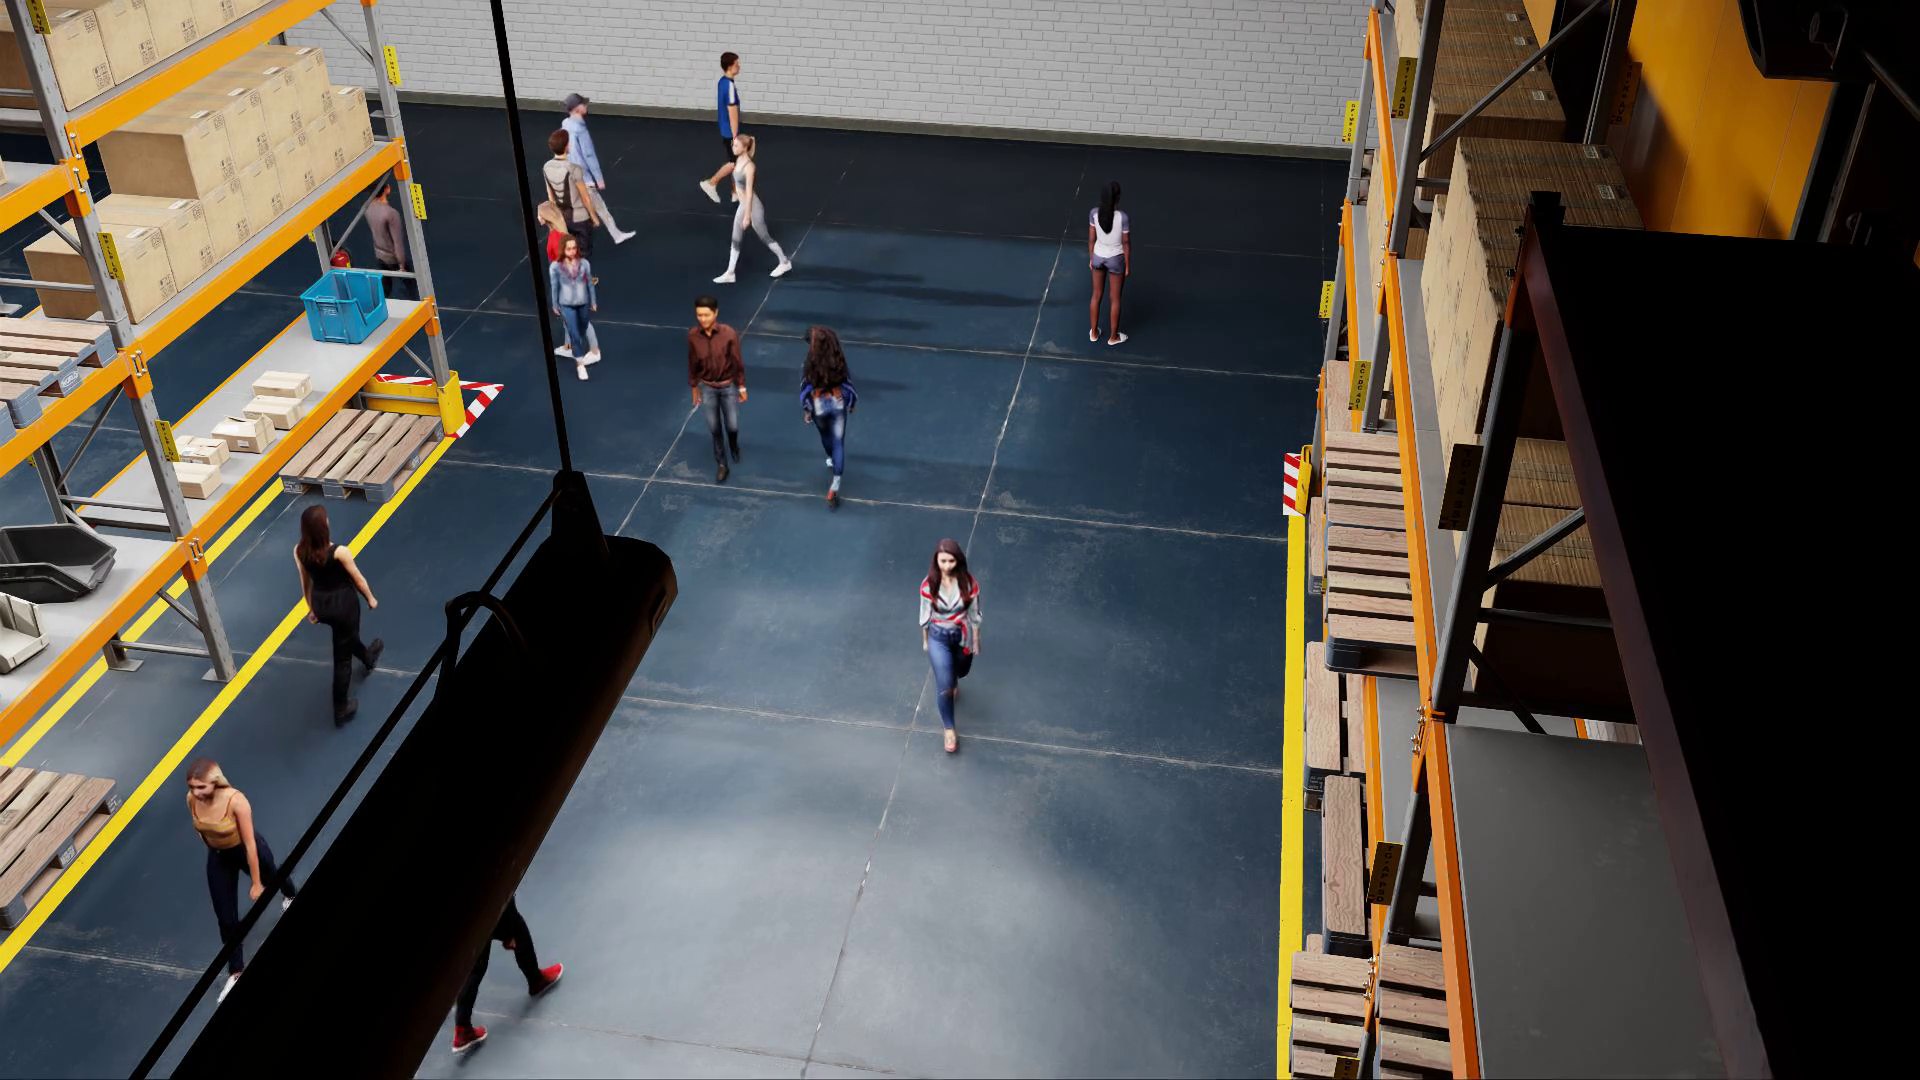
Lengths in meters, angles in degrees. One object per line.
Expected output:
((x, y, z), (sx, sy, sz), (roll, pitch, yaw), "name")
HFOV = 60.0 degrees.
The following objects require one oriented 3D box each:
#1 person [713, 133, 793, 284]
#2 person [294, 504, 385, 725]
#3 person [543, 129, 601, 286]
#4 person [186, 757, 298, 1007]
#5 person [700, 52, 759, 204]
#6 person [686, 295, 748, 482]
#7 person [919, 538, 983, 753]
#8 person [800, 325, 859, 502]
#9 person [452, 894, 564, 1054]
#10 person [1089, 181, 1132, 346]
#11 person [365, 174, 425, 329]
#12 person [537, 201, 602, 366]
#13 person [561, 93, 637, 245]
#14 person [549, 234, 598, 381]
((-2.191, -3.584, 18.072), (1.111, 1.660, 1.117), (-18, 37, -24), "person")
((-4.471, 0.559, 11.849), (0.614, 1.648, 1.093), (7, 34, 11), "person")
((-4.118, -3.365, 17.559), (0.847, 1.863, 1.162), (13, 36, 19), "person")
((-4.260, 1.867, 9.948), (0.605, 1.574, 1.148), (5, 34, 7), "person")
((-2.820, -4.894, 19.871), (0.978, 1.848, 1.009), (-11, 35, -15), "person")
((-2.121, -1.373, 14.651), (0.718, 1.763, 0.763), (1, 34, 1), "person")
((-0.059, 0.656, 11.760), (0.762, 1.585, 1.078), (-3, 34, -4), "person")
((-1.136, -1.079, 14.366), (0.836, 1.590, 1.118), (-1, 34, -2), "person")
((-2.724, 2.195, 9.395), (0.841, 1.641, 1.150), (17, 37, 24), "person")
((1.501, -2.813, 16.848), (0.674, 1.730, 0.664), (16, 37, 23), "person")
((-5.854, -2.833, 16.871), (1.219, 1.737, 0.940), (7, 34, 10), "person")
((-3.829, -2.540, 16.480), (0.838, 1.684, 0.798), (-11, 35, -16), "person")
((-4.276, -4.016, 18.562), (1.208, 1.836, 1.187), (-19, 38, -26), "person")
((-3.822, -2.359, 16.421), (0.892, 1.446, 1.041), (-13, 36, -18), "person")
